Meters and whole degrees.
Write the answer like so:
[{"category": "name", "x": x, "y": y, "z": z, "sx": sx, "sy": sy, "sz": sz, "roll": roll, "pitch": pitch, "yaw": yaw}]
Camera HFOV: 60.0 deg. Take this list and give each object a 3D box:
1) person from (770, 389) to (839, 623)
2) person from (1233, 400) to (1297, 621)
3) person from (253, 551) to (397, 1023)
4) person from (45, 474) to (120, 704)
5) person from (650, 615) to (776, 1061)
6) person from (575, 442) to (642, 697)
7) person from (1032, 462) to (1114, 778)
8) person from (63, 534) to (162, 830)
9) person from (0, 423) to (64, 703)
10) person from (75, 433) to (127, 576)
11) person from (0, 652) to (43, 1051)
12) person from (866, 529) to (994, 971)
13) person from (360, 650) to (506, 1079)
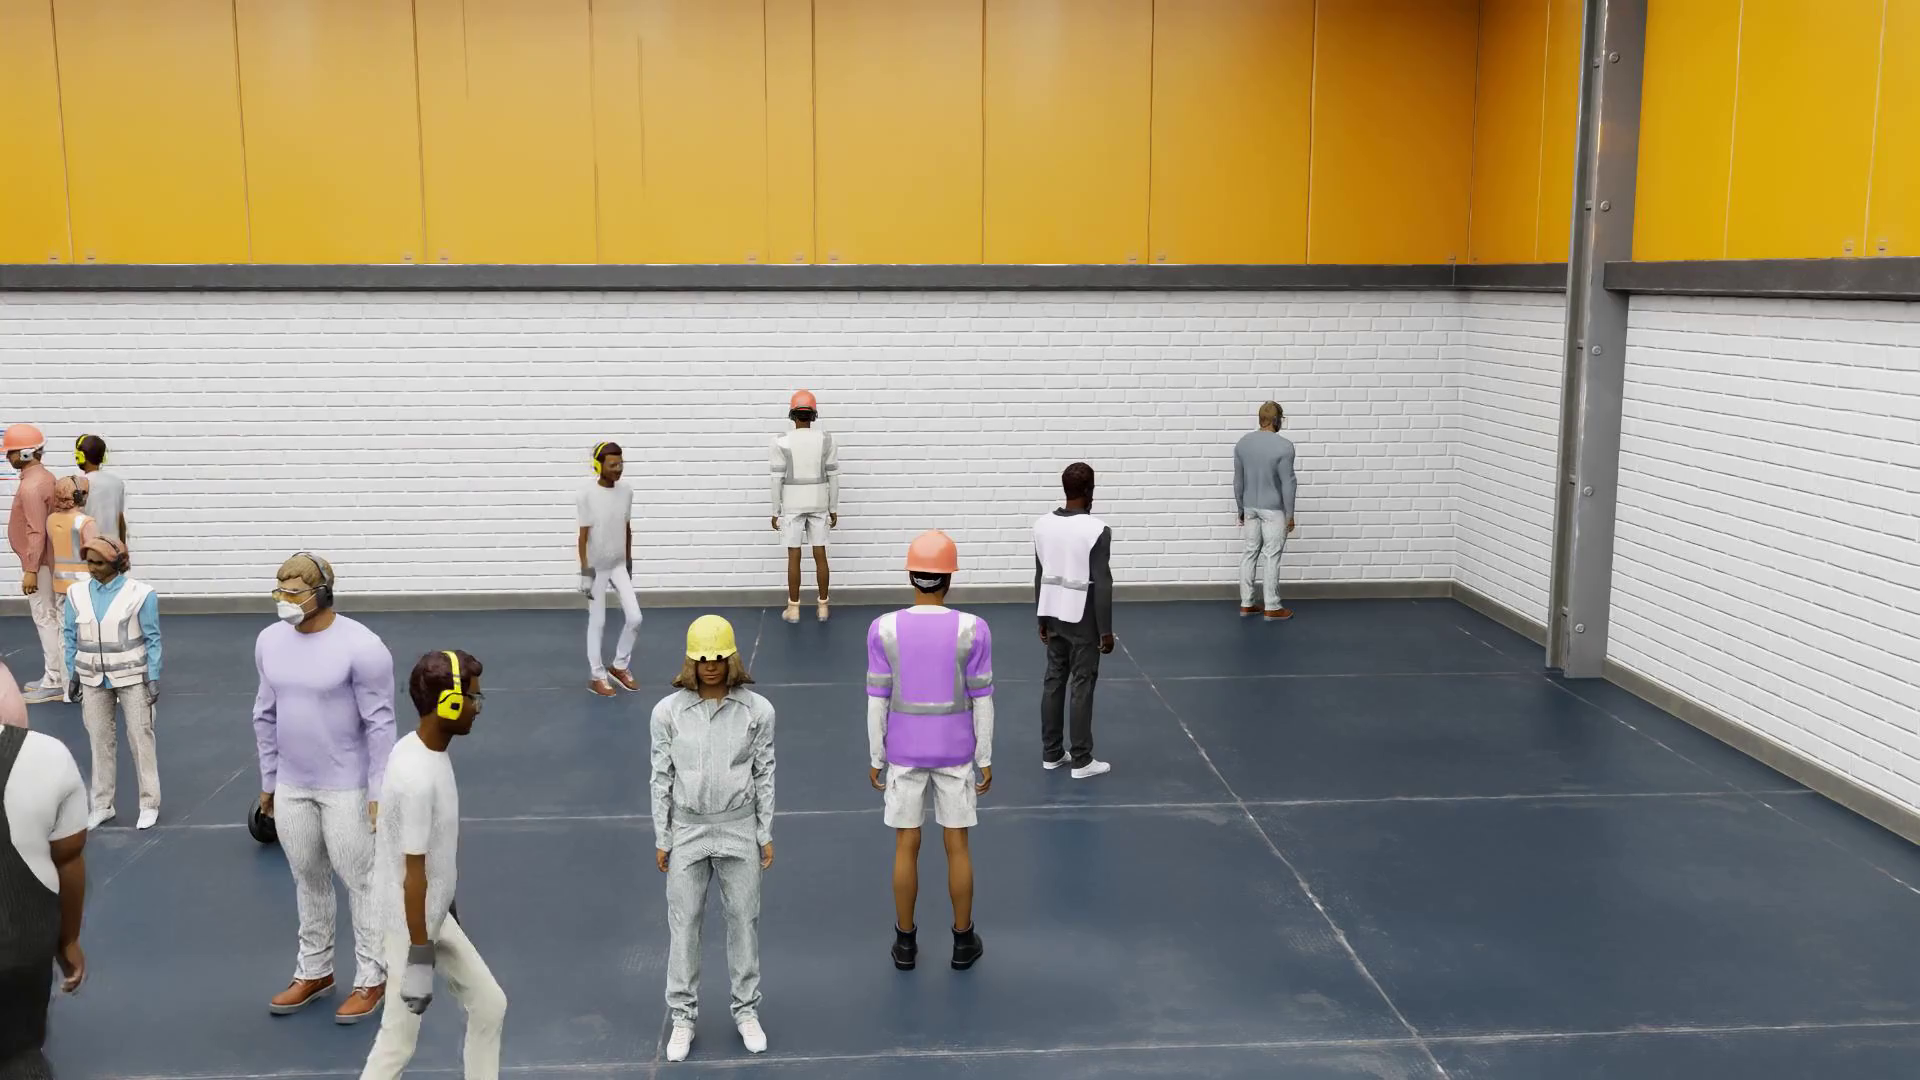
[{"category": "person", "x": -1.364, "y": -0.294, "z": 14.553, "sx": 0.609, "sy": 2.043, "sz": 0.376, "roll": -3, "pitch": 9, "yaw": -17}, {"category": "person", "x": 2.695, "y": -0.260, "z": 14.675, "sx": 0.355, "sy": 1.936, "sz": 0.635, "roll": -8, "pitch": 12, "yaw": -41}, {"category": "person", "x": -2.581, "y": 0.998, "z": 6.771, "sx": 0.632, "sy": 1.938, "sz": 0.359, "roll": 3, "pitch": 10, "yaw": 19}, {"category": "person", "x": -6.197, "y": 0.361, "z": 11.704, "sx": 0.514, "sy": 1.641, "sz": 0.309, "roll": 4, "pitch": 10, "yaw": 24}, {"category": "person", "x": -0.950, "y": 1.145, "z": 6.456, "sx": 0.486, "sy": 1.744, "sz": 0.294, "roll": -2, "pitch": 9, "yaw": -13}, {"category": "person", "x": -2.537, "y": 0.222, "z": 11.934, "sx": 0.535, "sy": 1.853, "sz": 0.462, "roll": -8, "pitch": 12, "yaw": -43}, {"category": "person", "x": 0.679, "y": 0.484, "z": 10.092, "sx": 0.398, "sy": 1.911, "sz": 0.587, "roll": -9, "pitch": 12, "yaw": -43}, {"category": "person", "x": -4.623, "y": 0.776, "z": 9.102, "sx": 0.514, "sy": 1.639, "sz": 0.311, "roll": 0, "pitch": 9, "yaw": -1}, {"category": "person", "x": -6.583, "y": 0.158, "z": 11.872, "sx": 0.379, "sy": 1.994, "sz": 0.611, "roll": -4, "pitch": 10, "yaw": -21}, {"category": "person", "x": -6.472, "y": 0.133, "z": 12.487, "sx": 0.493, "sy": 1.848, "sz": 0.546, "roll": 4, "pitch": 10, "yaw": 23}, {"category": "person", "x": -3.619, "y": 1.121, "z": 6.100, "sx": 0.408, "sy": 1.908, "sz": 0.645, "roll": -6, "pitch": 11, "yaw": -35}, {"category": "person", "x": -0.128, "y": 0.917, "z": 7.285, "sx": 0.551, "sy": 1.935, "sz": 0.375, "roll": 0, "pitch": 9, "yaw": 2}, {"category": "person", "x": -1.695, "y": 1.264, "z": 5.452, "sx": 0.793, "sy": 1.822, "sz": 0.606, "roll": -2, "pitch": 9, "yaw": -13}]
